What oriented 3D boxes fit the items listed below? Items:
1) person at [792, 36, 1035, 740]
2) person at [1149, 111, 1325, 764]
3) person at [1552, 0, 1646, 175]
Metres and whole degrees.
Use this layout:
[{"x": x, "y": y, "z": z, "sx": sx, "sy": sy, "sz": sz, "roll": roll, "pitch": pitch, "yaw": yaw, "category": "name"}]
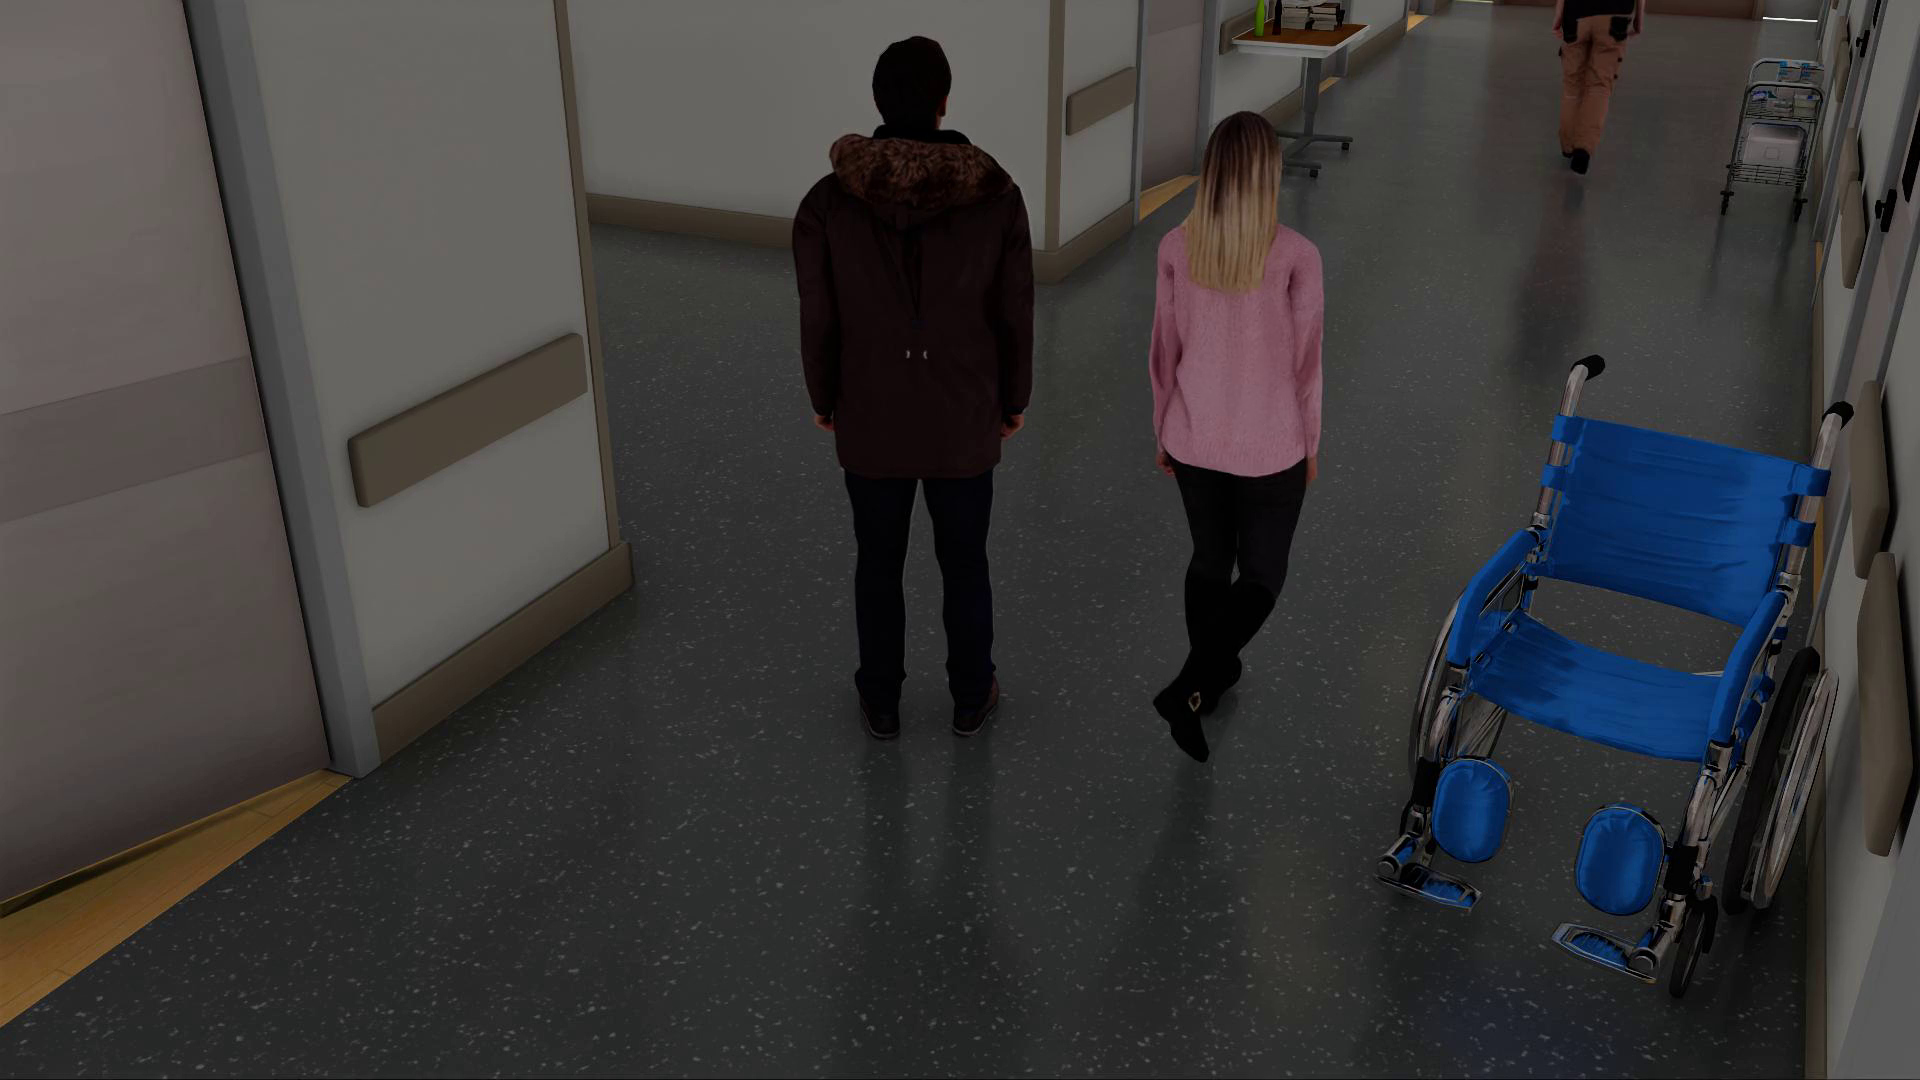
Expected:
[{"x": -0.109, "y": -0.337, "z": 4.275, "sx": 0.860, "sy": 1.845, "sz": 0.838, "roll": 0, "pitch": 26, "yaw": 0, "category": "person"}, {"x": 0.668, "y": -0.213, "z": 4.217, "sx": 0.681, "sy": 1.672, "sz": 0.961, "roll": 15, "pitch": 30, "yaw": 29, "category": "person"}, {"x": 3.881, "y": -3.159, "z": 10.175, "sx": 0.691, "sy": 1.803, "sz": 1.155, "roll": 12, "pitch": 28, "yaw": 24, "category": "person"}]
